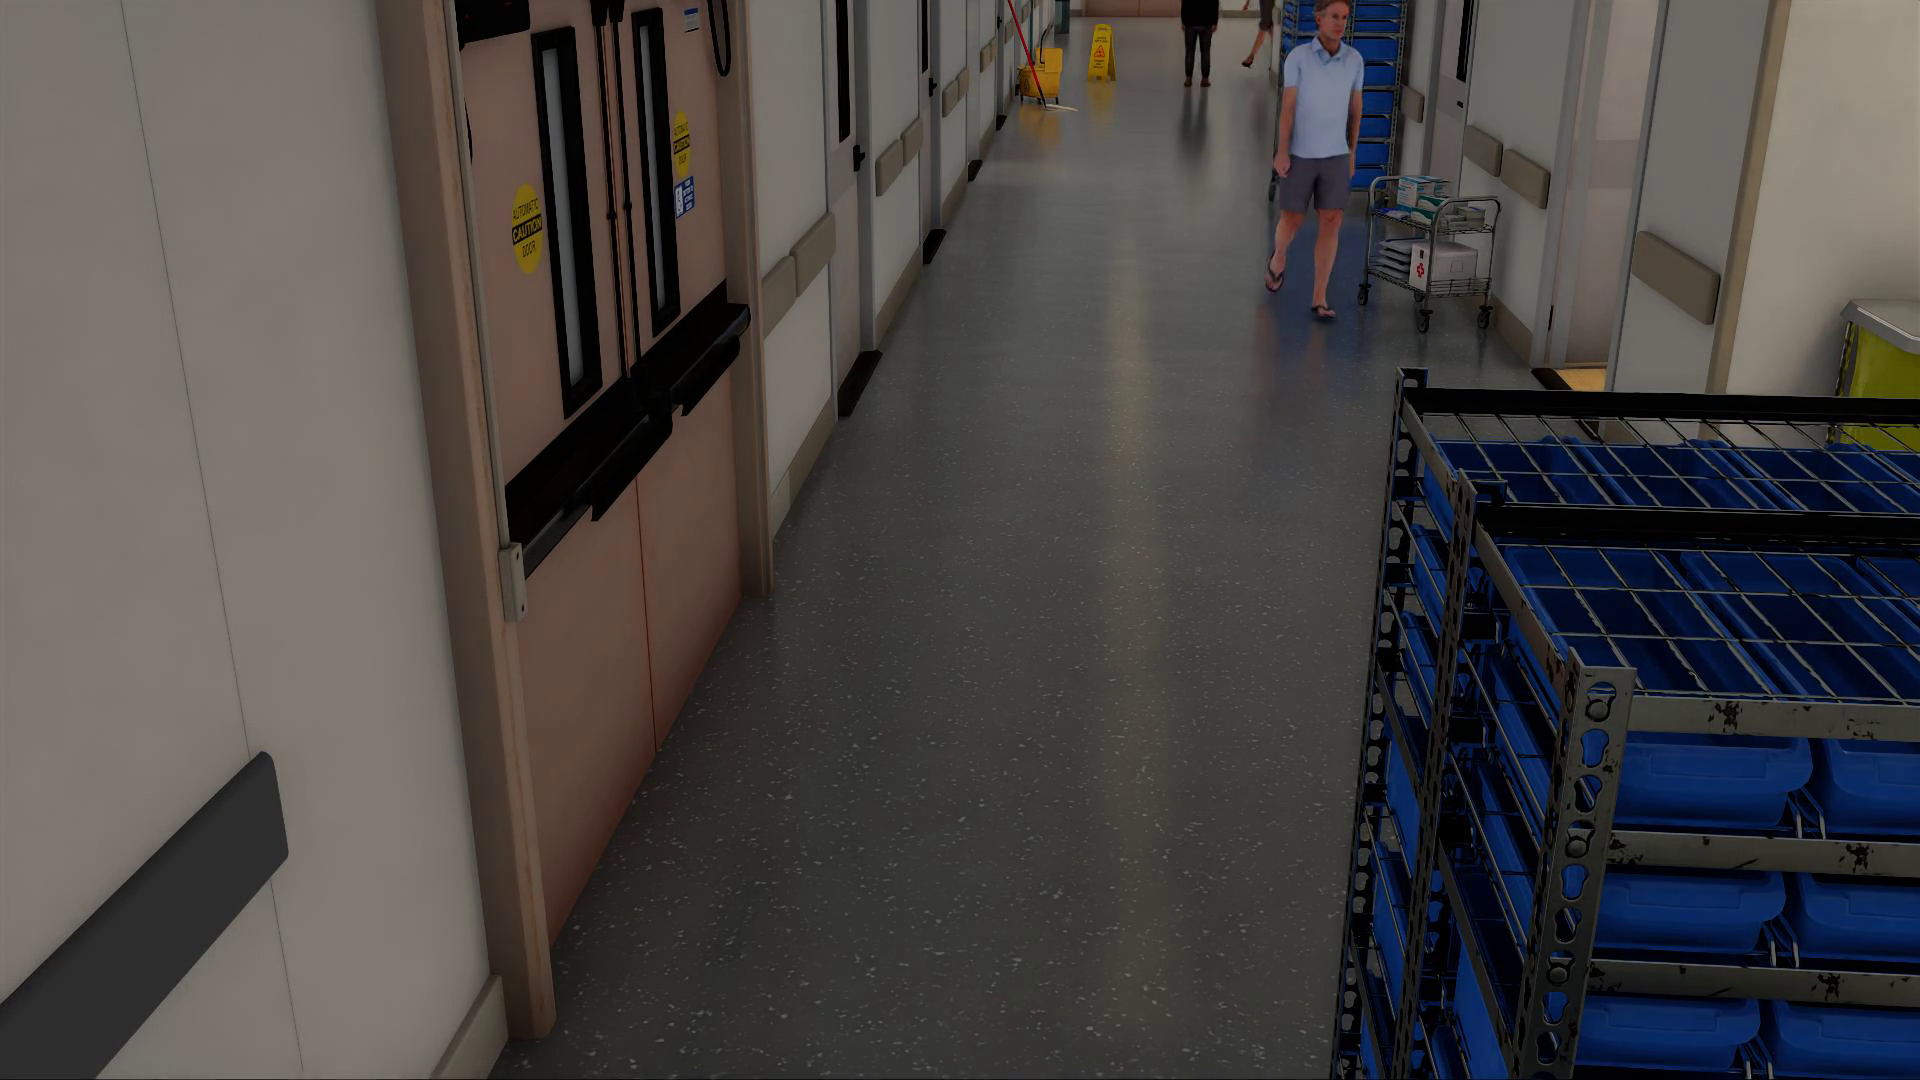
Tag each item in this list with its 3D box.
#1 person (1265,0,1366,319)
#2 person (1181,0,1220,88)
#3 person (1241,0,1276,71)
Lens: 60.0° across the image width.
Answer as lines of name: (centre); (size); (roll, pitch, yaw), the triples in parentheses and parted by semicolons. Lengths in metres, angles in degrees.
person: (2.039, -2.227, 9.658); (0.755, 1.814, 0.973); (-2, 21, -5)
person: (3.212, -6.982, 22.340); (0.666, 1.723, 0.547); (4, 21, 10)
person: (4.565, -7.721, 24.200); (1.191, 1.788, 1.116); (-17, 26, -37)
